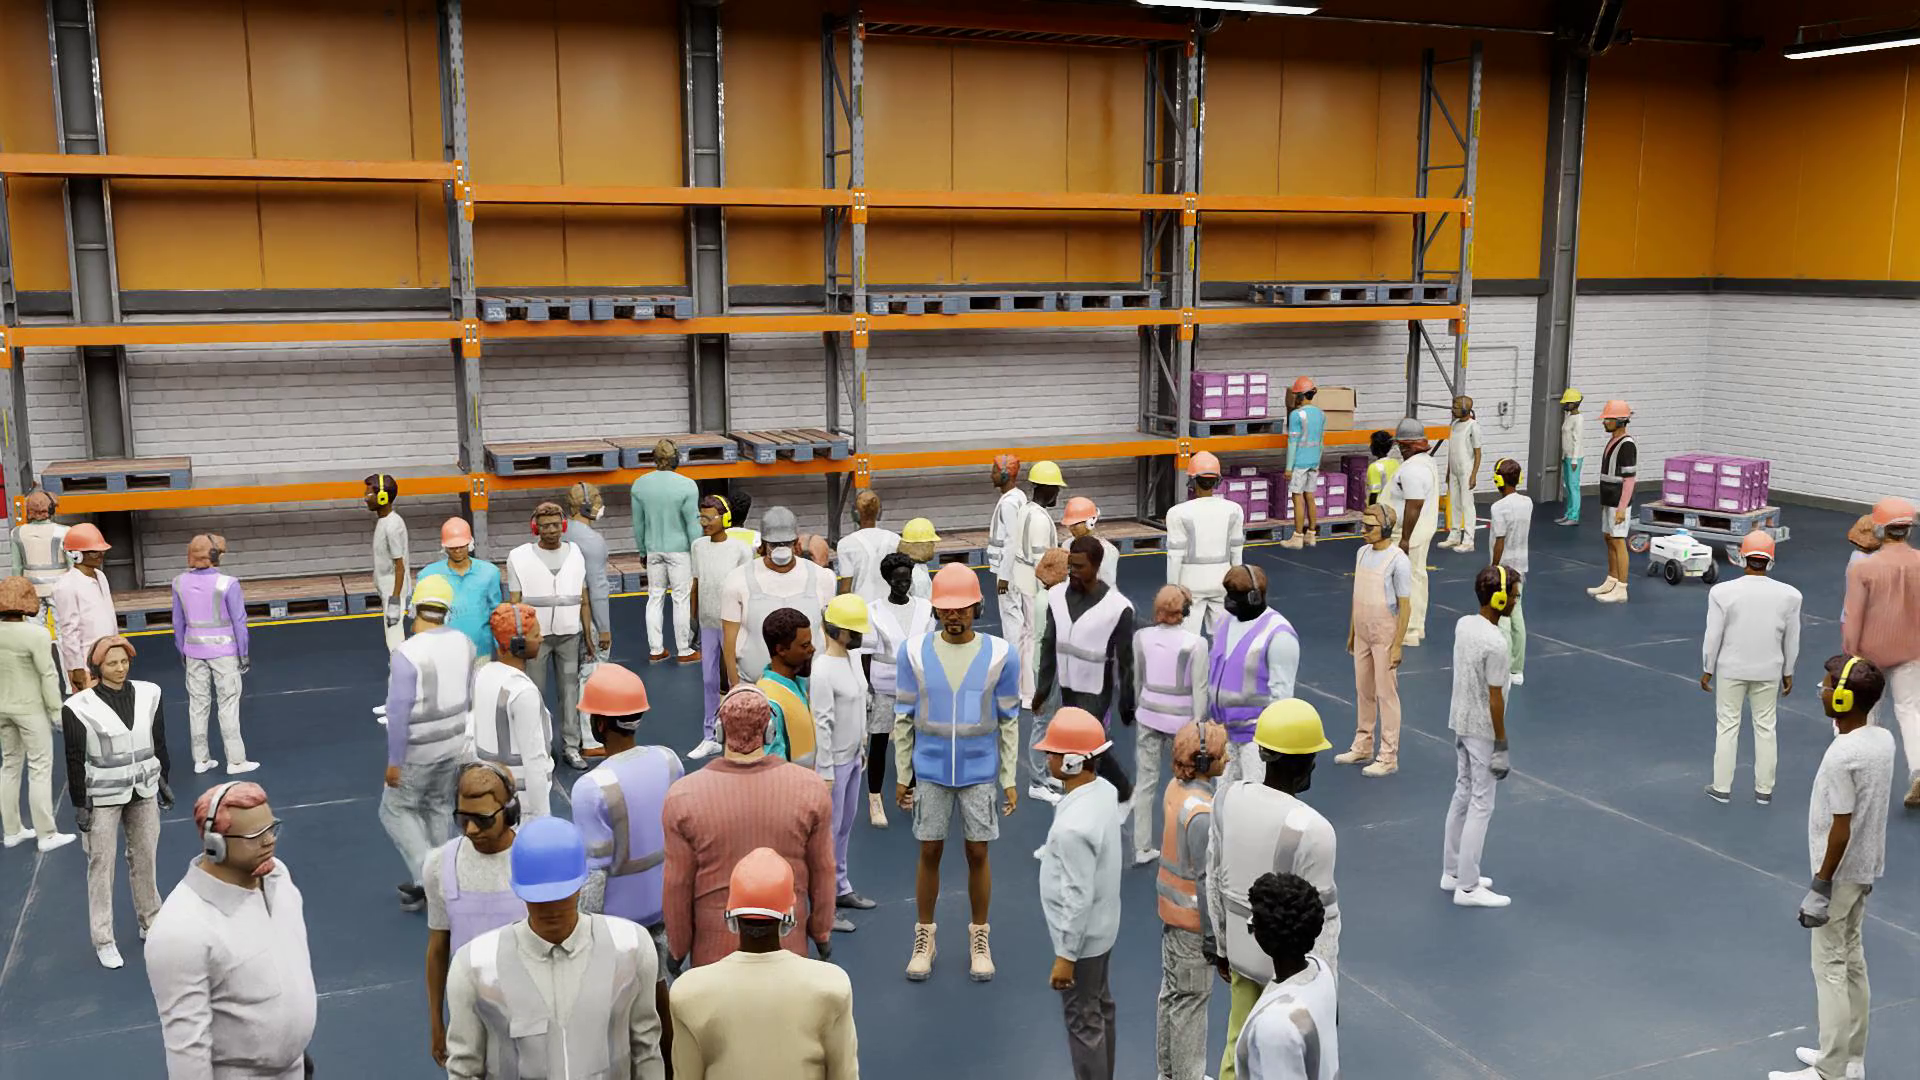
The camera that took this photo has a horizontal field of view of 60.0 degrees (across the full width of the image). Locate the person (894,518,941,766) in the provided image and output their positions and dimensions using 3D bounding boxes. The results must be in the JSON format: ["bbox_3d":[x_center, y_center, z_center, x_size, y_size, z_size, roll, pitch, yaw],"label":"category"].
[{"bbox_3d":[-0.275,0.712,11.168,0.295,1.744,0.492,-3,10,-18],"label":"person"}]

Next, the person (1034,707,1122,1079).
[{"bbox_3d":[0.452,1.511,6.533,0.341,1.752,0.563,3,10,16],"label":"person"}]

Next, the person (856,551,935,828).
[{"bbox_3d":[-0.378,0.906,10.188,0.535,1.697,0.318,-5,11,-27],"label":"person"}]

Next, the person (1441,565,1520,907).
[{"bbox_3d":[2.805,1.046,8.931,0.341,1.857,0.521,-1,10,-7],"label":"person"}]

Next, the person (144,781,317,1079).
[{"bbox_3d":[-2.198,1.671,5.177,0.399,1.907,0.644,1,10,6],"label":"person"}]

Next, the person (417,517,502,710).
[{"bbox_3d":[-3.336,0.708,11.160,0.572,1.748,0.342,-4,11,-23],"label":"person"}]

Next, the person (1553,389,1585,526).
[{"bbox_3d":[7.821,-1.057,21.326,0.338,1.761,0.524,1,10,6],"label":"person"}]

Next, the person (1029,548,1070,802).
[{"bbox_3d":[0.600,0.849,10.691,0.268,1.632,0.507,3,10,17],"label":"person"}]

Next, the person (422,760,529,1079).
[{"bbox_3d":[-1.555,1.626,5.654,0.515,1.835,0.355,0,10,0],"label":"person"}]

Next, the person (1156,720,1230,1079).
[{"bbox_3d":[0.950,1.531,6.744,0.310,1.642,0.514,-1,10,-6],"label":"person"}]

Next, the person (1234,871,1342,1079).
[{"bbox_3d":[0.979,1.809,4.970,0.322,1.699,0.536,4,11,24],"label":"person"}]

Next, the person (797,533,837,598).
[{"bbox_3d":[-0.977,0.762,11.179,0.307,1.641,0.514,3,10,19],"label":"person"}]

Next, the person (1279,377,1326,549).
[{"bbox_3d":[4.047,-0.910,19.692,0.603,2.037,0.394,-9,13,-42],"label":"person"}]

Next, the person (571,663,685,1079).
[{"bbox_3d":[-1.311,1.430,6.472,0.356,1.939,0.543,6,11,29],"label":"person"}]

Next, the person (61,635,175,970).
[{"bbox_3d":[-4.153,1.272,8.237,0.308,1.641,0.514,6,12,32],"label":"person"}]

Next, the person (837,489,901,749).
[{"bbox_3d":[-0.648,0.556,11.770,0.516,1.844,0.332,-6,12,-31],"label":"person"}]

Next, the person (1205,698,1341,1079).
[{"bbox_3d":[1.149,1.511,6.033,0.369,1.925,0.594,-7,12,-34],"label":"person"}]

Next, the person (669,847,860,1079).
[{"bbox_3d":[-0.578,1.776,5.006,0.560,1.752,0.324,-1,10,-6],"label":"person"}]

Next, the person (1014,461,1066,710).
[{"bbox_3d":[0.612,0.347,12.772,0.393,1.919,0.585,-1,10,-6],"label":"person"}]

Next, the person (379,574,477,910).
[{"bbox_3d":[-2.847,1.085,8.851,0.442,1.798,0.617,4,11,21],"label":"person"}]

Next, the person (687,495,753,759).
[{"bbox_3d":[-1.641,0.607,11.414,0.535,1.868,0.309,5,11,25],"label":"person"}]

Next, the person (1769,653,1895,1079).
[{"bbox_3d":[3.635,1.391,6.893,0.538,1.869,0.312,-9,13,-41],"label":"person"}]

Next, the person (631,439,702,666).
[{"bbox_3d":[-2.463,0.108,14.088,0.630,1.940,0.372,3,10,17],"label":"person"}]

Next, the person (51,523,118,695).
[{"bbox_3d":[-5.663,0.757,10.877,0.327,1.752,0.562,-1,10,-4],"label":"person"}]

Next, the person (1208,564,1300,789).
[{"bbox_3d":[1.564,1.033,9.074,0.430,1.834,0.643,-5,11,-27],"label":"person"}]

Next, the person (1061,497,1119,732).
[{"bbox_3d":[0.903,0.544,12.153,0.355,1.736,0.577,-8,13,-38],"label":"person"}]

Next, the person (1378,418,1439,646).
[{"bbox_3d":[3.986,-0.083,14.891,0.535,2.000,0.686,5,11,26],"label":"person"}]

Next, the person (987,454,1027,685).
[{"bbox_3d":[0.386,0.236,13.502,0.343,1.882,0.585,1,10,7],"label":"person"}]

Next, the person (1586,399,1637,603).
[{"bbox_3d":[6.533,-0.390,16.656,0.392,2.041,0.615,1,10,6],"label":"person"}]

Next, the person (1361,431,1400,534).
[{"bbox_3d":[4.317,-0.261,16.960,0.384,1.703,0.584,9,13,41],"label":"person"}]

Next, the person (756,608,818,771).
[{"bbox_3d":[-0.805,1.247,7.582,0.393,1.920,0.591,0,10,-1],"label":"person"}]

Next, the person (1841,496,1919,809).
[{"bbox_3d":[5.947,0.710,10.579,0.635,1.957,0.928,2,10,10],"label":"person"}]

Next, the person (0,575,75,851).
[{"bbox_3d":[-5.499,1.016,9.763,0.504,1.628,0.278,3,10,16],"label":"person"}]

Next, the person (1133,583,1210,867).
[{"bbox_3d":[1.240,1.047,9.614,0.539,1.605,0.736,7,12,36],"label":"person"}]

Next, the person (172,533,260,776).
[{"bbox_3d":[-4.997,0.772,11.130,0.524,1.636,0.308,2,10,10],"label":"person"}]

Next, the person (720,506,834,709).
[{"bbox_3d":[-1.040,0.805,9.773,0.678,2.000,0.537,-3,10,-17],"label":"person"}]

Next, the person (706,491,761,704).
[{"bbox_3d":[-1.685,0.470,12.697,0.541,1.696,0.315,0,10,-2],"label":"person"}]

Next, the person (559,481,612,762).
[{"bbox_3d":[-2.593,0.556,11.500,0.355,1.938,0.637,-8,13,-39],"label":"person"}]

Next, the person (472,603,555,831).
[{"bbox_3d":[-2.078,1.222,7.822,0.339,1.882,0.584,-8,13,-38],"label":"person"}]

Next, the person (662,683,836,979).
[{"bbox_3d":[-0.795,1.477,6.287,0.654,1.906,0.408,-2,10,-14],"label":"person"}]

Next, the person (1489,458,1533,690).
[{"bbox_3d":[4.373,0.273,13.356,0.519,1.865,0.335,-8,13,-39],"label":"person"}]

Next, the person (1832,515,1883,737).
[{"bbox_3d":[6.498,0.623,11.994,0.278,1.633,0.507,5,11,28],"label":"person"}]

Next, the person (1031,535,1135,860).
[{"bbox_3d":[0.782,0.877,9.852,0.977,1.880,0.589,-9,13,-42],"label":"person"}]

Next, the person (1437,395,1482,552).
[{"bbox_3d":[5.871,-0.776,19.456,0.326,1.840,0.517,-4,10,-20],"label":"person"}]

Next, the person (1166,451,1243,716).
[{"bbox_3d":[1.786,0.360,12.331,0.609,2.044,0.397,-3,10,-16],"label":"person"}]

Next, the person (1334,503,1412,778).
[{"bbox_3d":[2.787,0.662,11.161,0.333,1.844,0.514,-5,11,-25],"label":"person"}]

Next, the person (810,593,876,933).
[{"bbox_3d":[-0.601,1.140,8.662,0.324,1.759,0.535,3,10,17],"label":"person"}]

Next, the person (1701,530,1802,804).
[{"bbox_3d":[5.018,0.806,10.595,0.572,1.749,0.341,2,10,11],"label":"person"}]

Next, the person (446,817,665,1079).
[{"bbox_3d":[-1.144,1.720,4.766,0.614,1.946,0.389,-4,11,-21],"label":"person"}]

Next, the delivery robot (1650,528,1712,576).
[{"bbox_3d":[7.682,0.120,17.727,0.477,0.478,0.707,-1,10,-8],"label":"delivery robot"}]

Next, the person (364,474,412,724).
[{"bbox_3d":[-4.260,0.432,12.418,0.312,1.869,0.536,-4,11,-23],"label":"person"}]

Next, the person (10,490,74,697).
[{"bbox_3d":[-7.177,0.427,13.106,0.521,1.639,0.311,0,10,-2],"label":"person"}]

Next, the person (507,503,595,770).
[{"bbox_3d":[-2.750,0.654,11.203,0.563,1.848,0.391,-5,11,-29],"label":"person"}]

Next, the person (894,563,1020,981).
[{"bbox_3d":[-0.017,1.113,7.991,0.605,2.045,0.377,1,10,3],"label":"person"}]
